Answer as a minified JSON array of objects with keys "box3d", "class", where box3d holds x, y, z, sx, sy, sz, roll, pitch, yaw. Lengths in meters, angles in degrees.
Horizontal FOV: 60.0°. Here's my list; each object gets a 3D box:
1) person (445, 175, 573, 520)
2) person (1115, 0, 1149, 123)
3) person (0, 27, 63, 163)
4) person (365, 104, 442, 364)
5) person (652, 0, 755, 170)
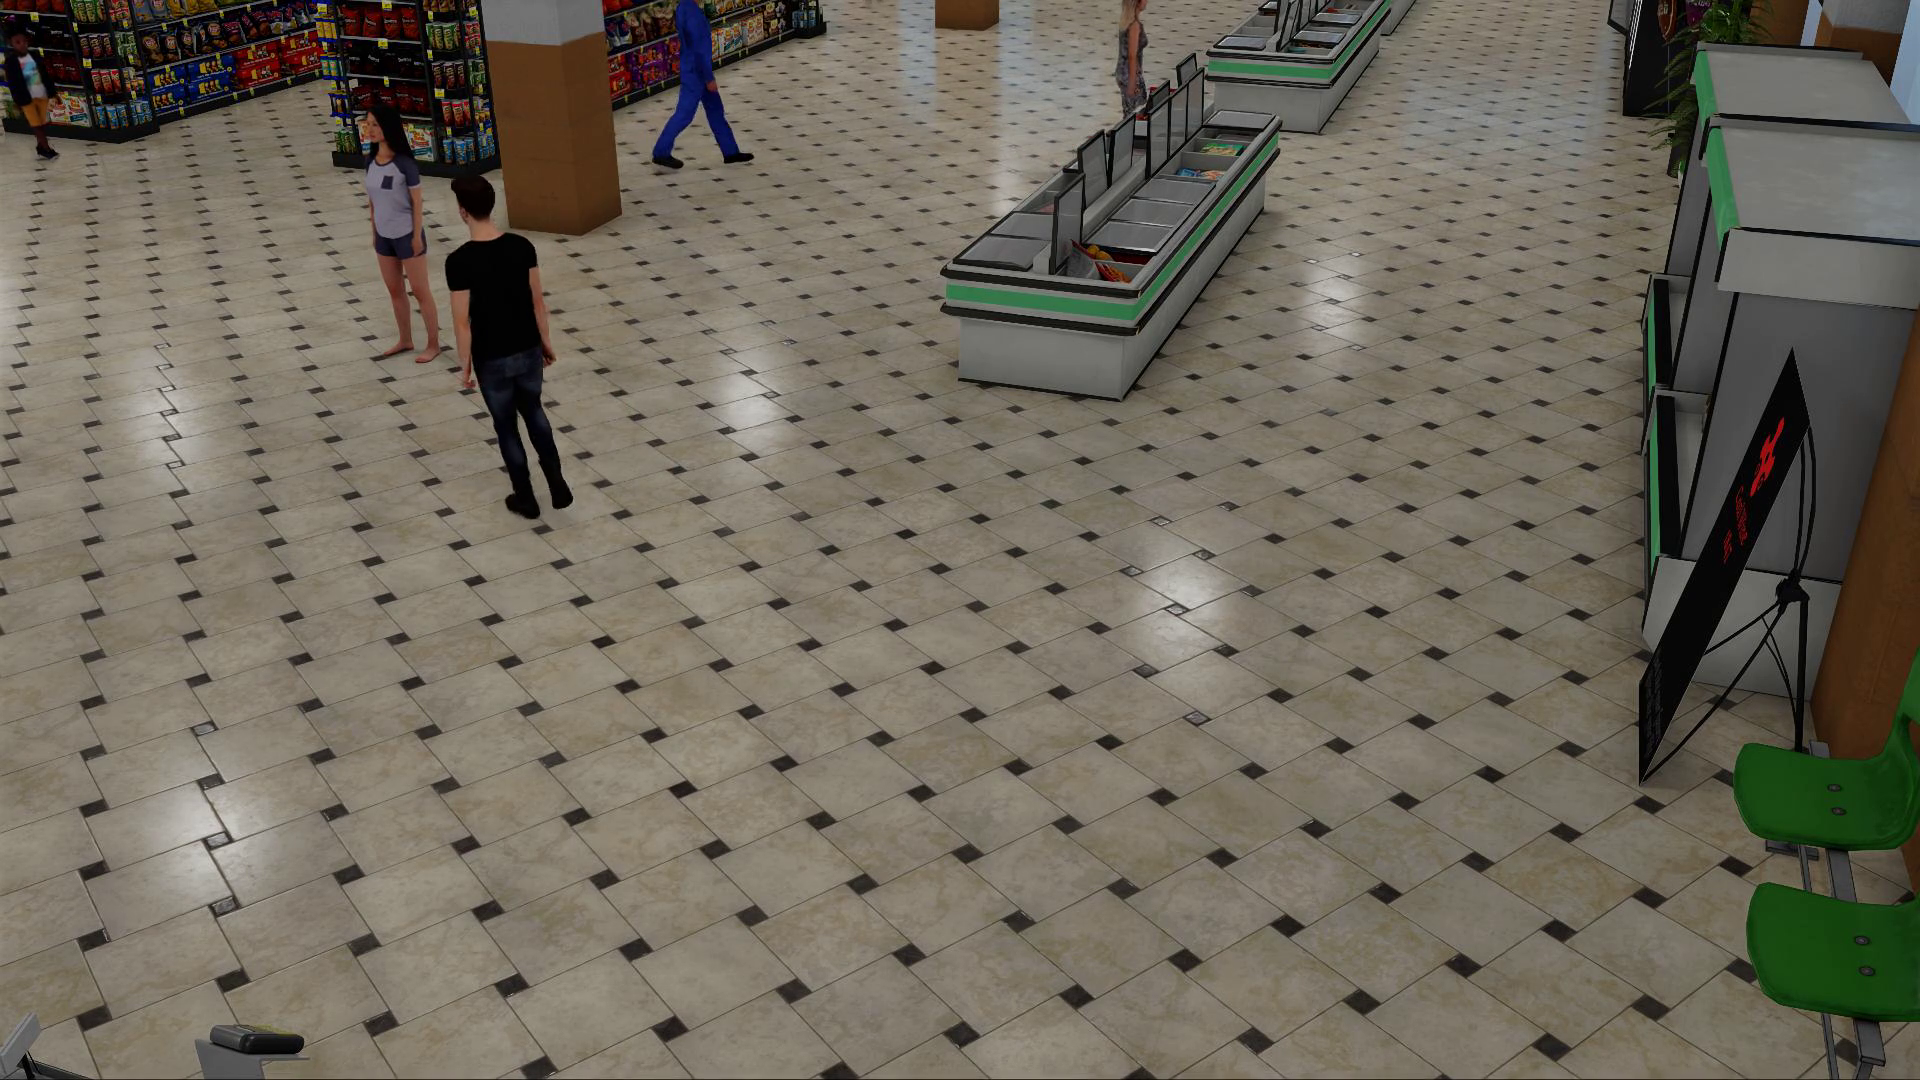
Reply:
[{"box3d":[-2.321,-0.944,8.685,0.934,1.884,0.971,-18,32,-32],"class":"person"},{"box3d":[1.475,-4.232,15.382,0.840,1.691,0.838,-4,27,-8],"class":"person"},{"box3d":[-8.914,-4.269,15.942,0.737,1.249,0.813,18,32,32],"class":"person"},{"box3d":[-3.716,-2.035,11.032,0.622,1.706,0.562,13,30,25],"class":"person"},{"box3d":[-2.541,-4.301,15.418,1.199,1.781,1.270,-6,27,-11],"class":"person"}]
